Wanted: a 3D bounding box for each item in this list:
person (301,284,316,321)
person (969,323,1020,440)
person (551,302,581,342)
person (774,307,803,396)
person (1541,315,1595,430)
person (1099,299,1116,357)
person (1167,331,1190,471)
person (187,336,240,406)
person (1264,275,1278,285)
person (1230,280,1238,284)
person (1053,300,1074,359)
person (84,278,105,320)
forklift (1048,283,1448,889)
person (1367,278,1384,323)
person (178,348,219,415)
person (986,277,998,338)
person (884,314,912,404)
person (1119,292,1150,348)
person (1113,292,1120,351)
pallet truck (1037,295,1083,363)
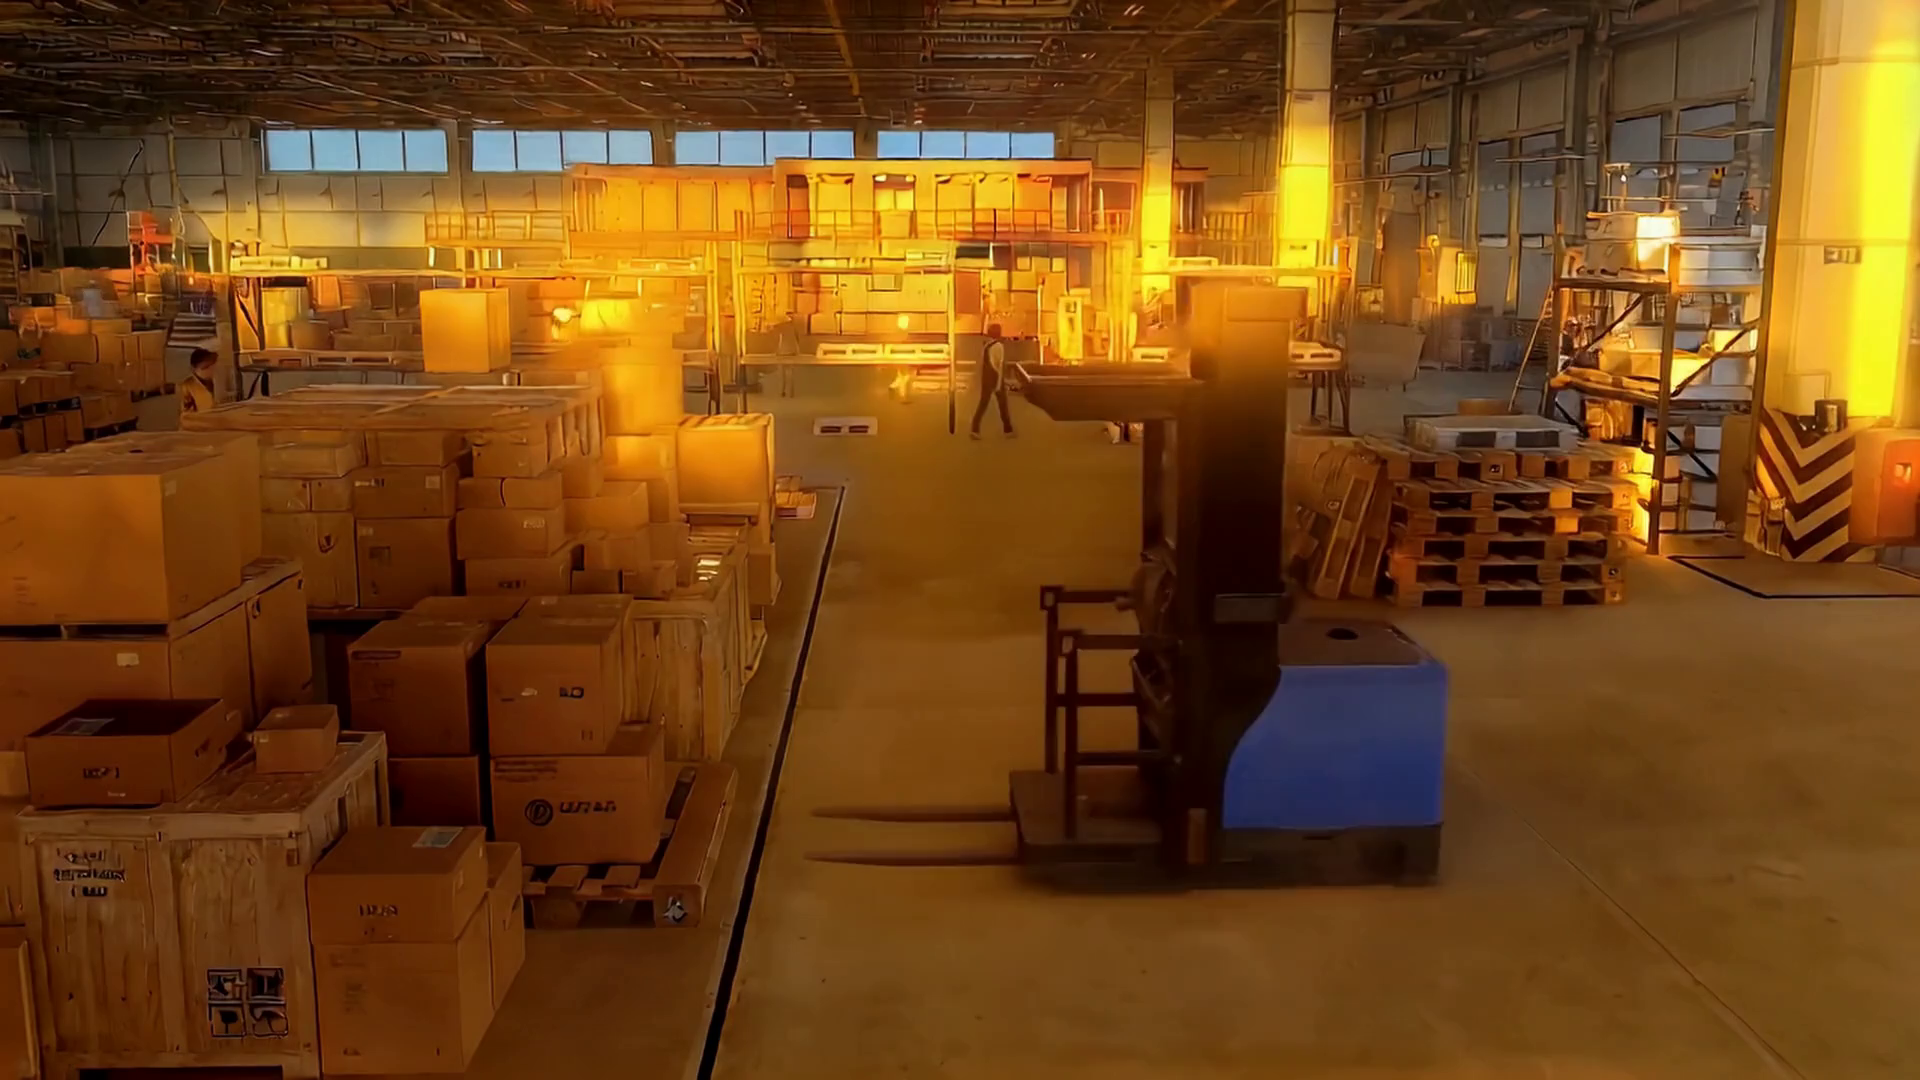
[{"bbox_3d":[-18.029,-6.106,45.848,0.515,1.864,0.312,-5,11,-26],"label":"person"},{"bbox_3d":[0.497,-2.431,25.557,0.953,1.808,0.531,-9,14,-42],"label":"person"},{"bbox_3d":[-7.491,-3.556,31.558,0.669,1.893,0.378,3,11,15],"label":"person"},{"bbox_3d":[-3.378,-3.713,32.799,0.556,1.749,0.425,0,10,-2],"label":"person"},{"bbox_3d":[9.753,-2.663,26.656,1.042,1.873,0.556,-4,11,-20],"label":"person"},{"bbox_3d":[3.136,-4.131,34.890,0.429,1.843,0.632,1,10,7],"label":"person"},{"bbox_3d":[3.012,-1.778,21.726,0.860,1.884,0.646,8,13,36],"label":"person"},{"bbox_3d":[-8.832,-1.474,19.878,0.831,1.905,0.576,6,12,32],"label":"person"},{"bbox_3d":[13.565,-10.953,72.642,0.634,1.943,0.896,6,12,31],"label":"person"},{"bbox_3d":[7.926,-6.645,48.735,0.973,1.911,0.613,-10,14,-43],"label":"person"},{"bbox_3d":[2.544,-5.184,41.148,0.496,1.704,0.910,7,12,34],"label":"person"},{"bbox_3d":[-24.877,-6.539,47.918,0.935,1.981,0.648,5,11,27],"label":"person"},{"bbox_3d":[1.333,0.165,8.059,1.873,2.768,1.129,0,10,-2],"label":"forklift"},{"bbox_3d":[12.652,-7.019,50.749,0.572,1.921,0.574,10,14,43],"label":"person"},{"bbox_3d":[-8.075,-1.093,17.762,0.392,1.916,0.587,1,10,7],"label":"person"},{"bbox_3d":[1.017,-7.313,52.389,0.379,1.931,0.625,4,11,19],"label":"person"},{"bbox_3d":[-1.154,-3.370,31.055,0.492,1.683,0.551,-3,11,-15],"label":"person"},{"bbox_3d":[3.770,-4.353,35.779,0.655,1.959,0.719,3,11,18],"label":"person"},{"bbox_3d":[3.454,-4.536,36.946,0.581,1.919,0.394,-3,11,-17],"label":"person"},{"bbox_3d":[2.483,-3.881,33.060,1.885,1.965,0.823,-7,13,-36],"label":"pallet truck"}]
